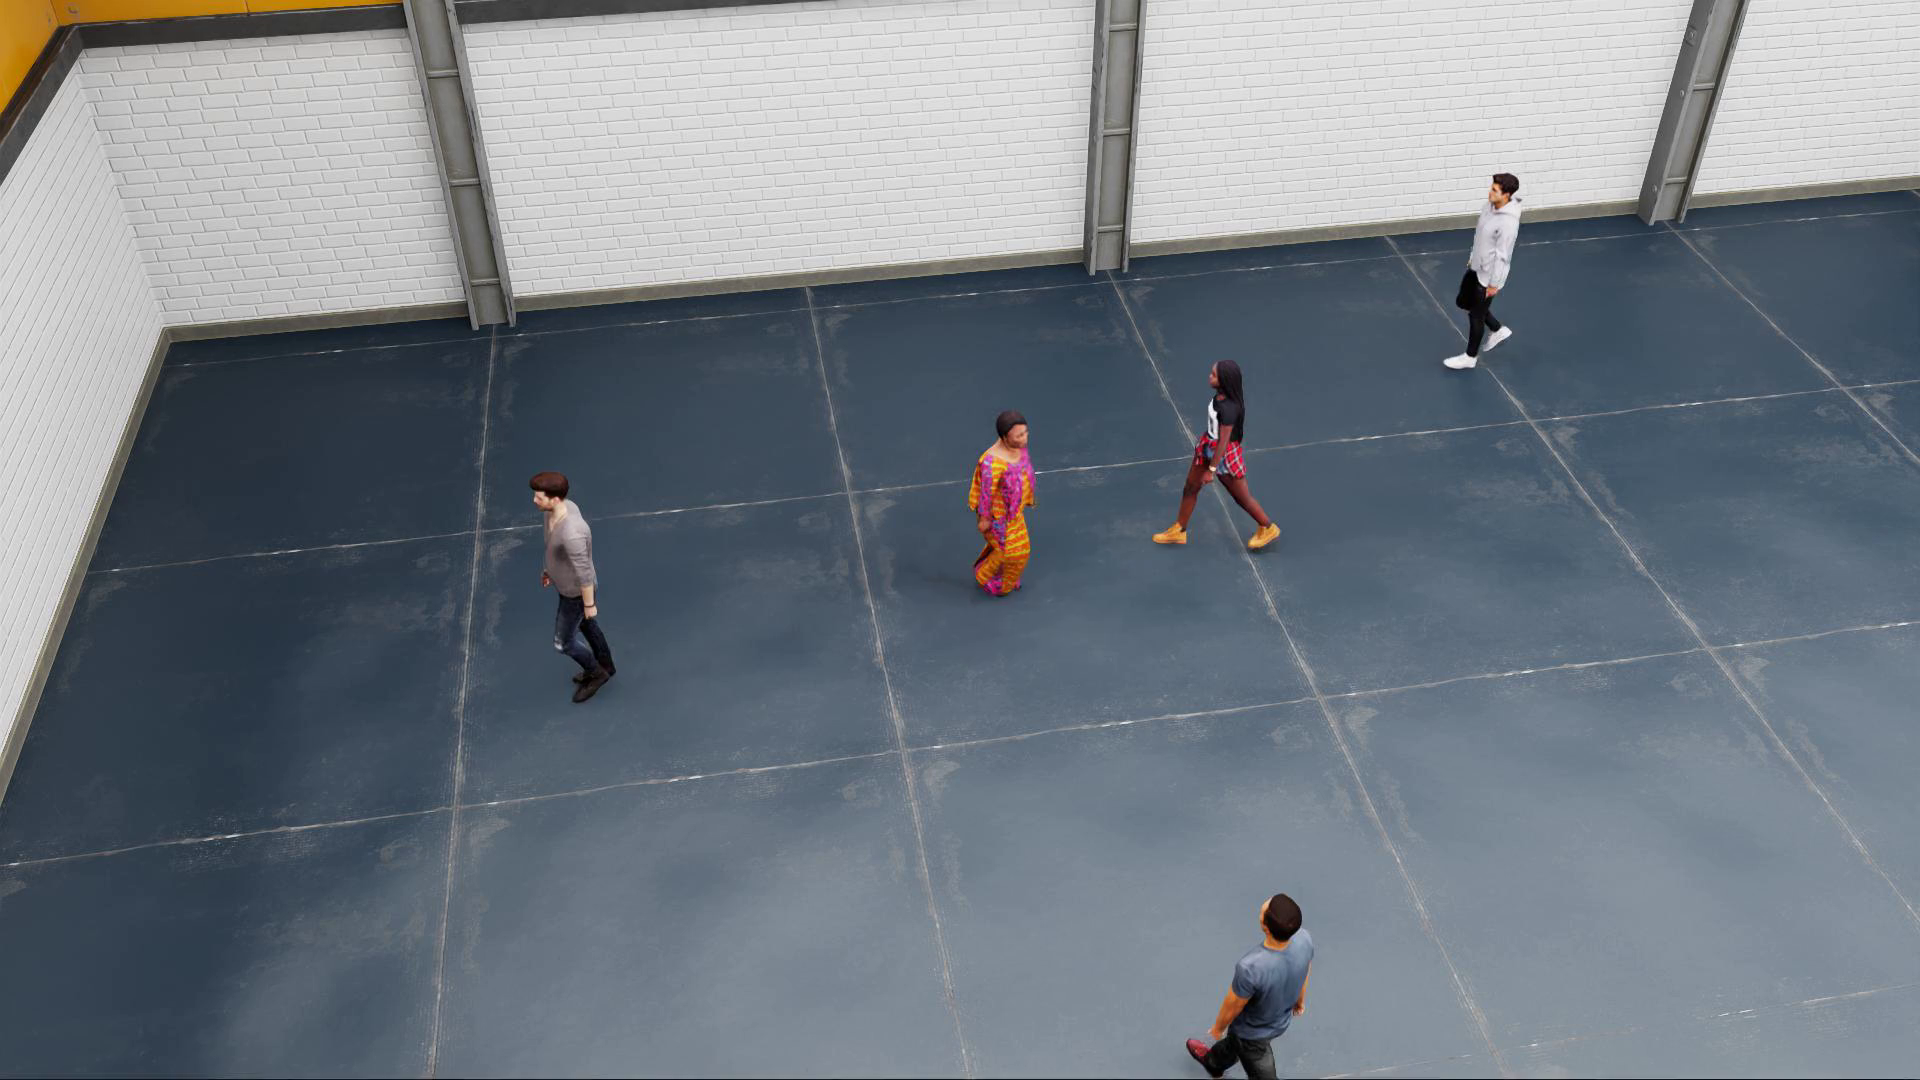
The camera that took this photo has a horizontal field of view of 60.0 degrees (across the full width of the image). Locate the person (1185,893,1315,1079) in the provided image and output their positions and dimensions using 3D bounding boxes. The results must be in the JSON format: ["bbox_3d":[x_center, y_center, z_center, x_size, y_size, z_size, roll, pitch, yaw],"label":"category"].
[{"bbox_3d":[1.621,2.553,8.640,1.194,1.766,1.092,-26,45,-29],"label":"person"}]

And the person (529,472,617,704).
[{"bbox_3d":[-2.549,0.288,11.381,0.720,1.885,0.760,-14,41,-17],"label":"person"}]

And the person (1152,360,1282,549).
[{"bbox_3d":[2.078,-0.593,12.649,1.213,1.681,0.644,-4,39,-5],"label":"person"}]

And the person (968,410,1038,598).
[{"bbox_3d":[0.275,-0.296,12.296,0.902,1.655,0.846,16,41,19],"label":"person"}]

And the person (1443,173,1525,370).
[{"bbox_3d":[4.749,-2.377,14.696,0.856,1.914,0.709,-4,39,-5],"label":"person"}]
